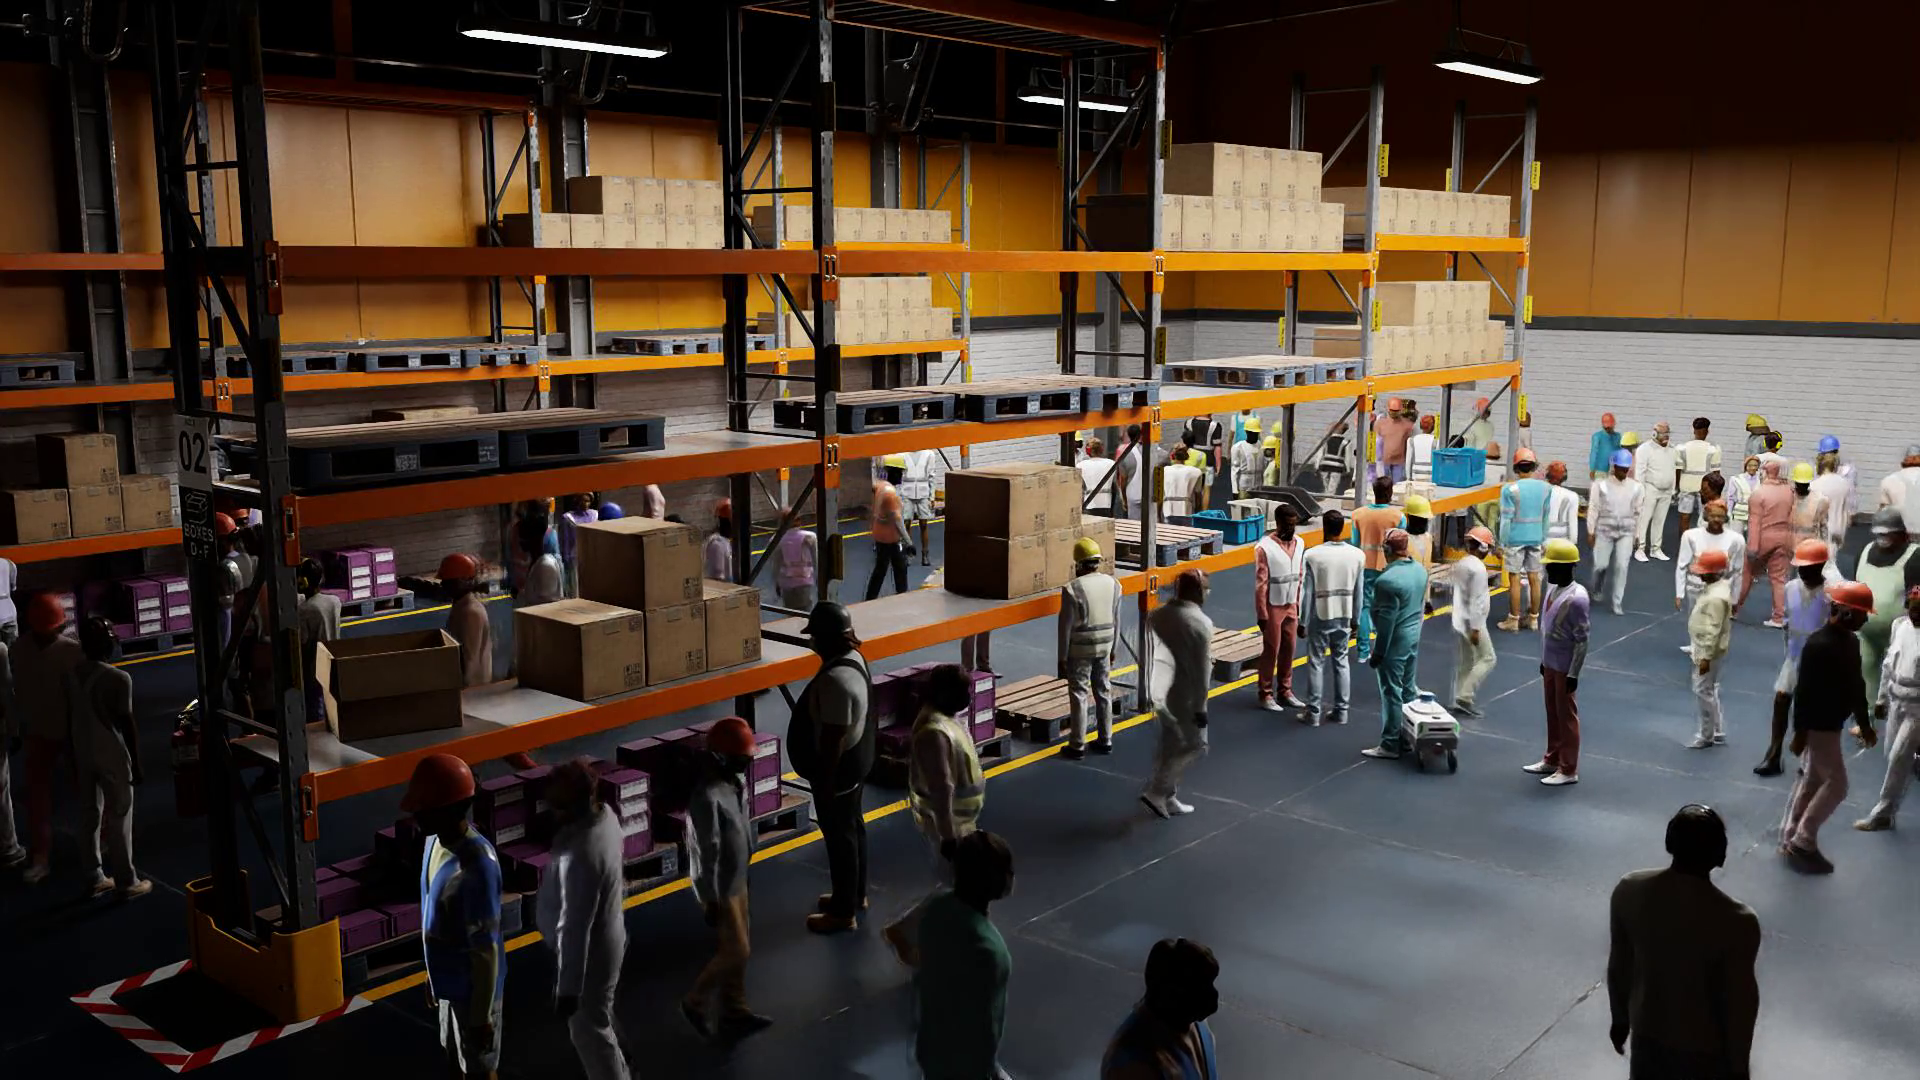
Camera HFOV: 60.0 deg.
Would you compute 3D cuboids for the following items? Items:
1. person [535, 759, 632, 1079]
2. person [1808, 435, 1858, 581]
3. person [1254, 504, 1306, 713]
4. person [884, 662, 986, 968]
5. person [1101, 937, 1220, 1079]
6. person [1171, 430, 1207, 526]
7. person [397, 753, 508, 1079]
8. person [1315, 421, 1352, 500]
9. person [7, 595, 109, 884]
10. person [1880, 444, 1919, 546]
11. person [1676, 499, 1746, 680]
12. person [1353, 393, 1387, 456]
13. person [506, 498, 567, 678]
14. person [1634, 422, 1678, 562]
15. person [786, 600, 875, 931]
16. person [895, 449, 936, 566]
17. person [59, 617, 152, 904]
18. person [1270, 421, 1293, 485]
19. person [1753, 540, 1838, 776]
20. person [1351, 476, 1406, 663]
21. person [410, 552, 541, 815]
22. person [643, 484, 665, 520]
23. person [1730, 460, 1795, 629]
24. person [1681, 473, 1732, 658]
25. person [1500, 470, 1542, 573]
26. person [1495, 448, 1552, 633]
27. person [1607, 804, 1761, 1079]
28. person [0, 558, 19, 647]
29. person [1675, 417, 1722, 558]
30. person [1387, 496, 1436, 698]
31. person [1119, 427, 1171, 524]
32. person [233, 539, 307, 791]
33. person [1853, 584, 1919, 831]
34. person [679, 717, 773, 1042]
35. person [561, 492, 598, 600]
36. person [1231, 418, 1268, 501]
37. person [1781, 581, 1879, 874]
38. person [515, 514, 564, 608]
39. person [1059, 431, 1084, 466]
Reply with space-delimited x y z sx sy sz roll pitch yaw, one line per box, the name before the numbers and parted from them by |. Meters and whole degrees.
person | -1.720 1.881 7.577 0.407 1.868 0.714 -1 10 -7
person | 10.873 -0.363 20.815 0.628 1.919 0.465 6 11 31
person | 2.889 0.609 15.067 0.597 1.906 0.414 -8 12 -39
person | -0.078 1.582 9.472 0.571 1.822 0.639 1 10 8
person | 0.687 2.225 5.670 0.431 1.832 0.639 5 11 26
person | 3.280 -0.751 23.917 0.535 1.649 0.839 2 10 10
person | -2.137 1.885 7.061 0.410 2.037 0.610 -6 11 -33
person | 5.847 -1.079 26.038 0.571 1.593 0.753 8 13 41
person | -5.975 1.281 10.994 0.644 1.919 0.893 0 10 0
person | 11.032 -0.157 19.223 0.738 2.000 1.029 6 11 32
person | 7.146 0.508 15.861 0.570 1.844 0.977 5 11 29
person | 6.895 -1.579 28.050 0.369 1.928 0.586 -9 13 -43
person | -4.119 0.446 16.396 0.658 1.785 0.942 8 13 41
person | 9.473 -0.653 22.587 0.642 1.908 0.399 -3 10 -18
person | -0.792 1.354 10.200 0.536 2.000 0.683 1 10 4
person | -0.592 -0.597 22.191 0.546 1.929 0.388 -1 10 -6
person | -5.423 1.398 10.549 0.503 1.839 0.341 2 10 14
person | 4.777 -0.897 24.584 0.444 1.720 0.520 2 10 10
person | 6.603 0.949 13.017 0.793 1.903 0.557 -6 11 -33
person | 4.220 0.314 16.790 0.587 1.914 0.390 7 12 36
person | -3.573 1.050 12.272 0.948 1.967 0.608 -6 11 -34
person | -3.604 -0.099 19.724 0.362 1.757 0.543 -3 10 -19
person | 8.953 0.029 18.637 0.659 1.864 0.893 -3 10 -20
person | 7.707 0.266 17.059 0.377 1.917 0.600 1 10 9
person | 7.371 -0.384 21.853 0.518 1.607 0.619 -5 11 -28
person | 6.166 0.005 18.268 0.605 2.037 0.394 -2 10 -13
person | 2.896 1.999 6.692 0.381 1.934 0.632 -6 11 -32
person | -8.701 0.727 14.969 0.318 1.697 0.533 2 10 10
person | 10.061 -0.700 22.708 0.600 1.959 0.376 6 11 33
person | 4.195 0.545 15.405 0.619 1.919 0.406 -8 12 -38
person | 2.429 -0.545 21.541 0.689 2.000 0.538 4 10 21
person | -5.279 0.948 12.843 0.618 1.964 0.361 -9 13 -42
person | 6.836 1.191 11.797 0.744 1.847 0.622 -1 10 -8
person | -1.212 1.762 8.656 0.405 1.738 0.598 2 10 12
person | -4.082 0.237 18.068 0.514 1.640 0.310 -8 12 -40
person | 4.033 -0.749 23.142 0.582 1.917 0.402 -5 11 -28
person | 5.807 1.240 11.111 0.637 1.959 0.551 -9 13 -44
person | -3.535 0.741 14.126 0.523 1.949 0.637 -4 10 -20
person | 1.585 -0.684 23.256 0.295 1.744 0.487 9 13 42
